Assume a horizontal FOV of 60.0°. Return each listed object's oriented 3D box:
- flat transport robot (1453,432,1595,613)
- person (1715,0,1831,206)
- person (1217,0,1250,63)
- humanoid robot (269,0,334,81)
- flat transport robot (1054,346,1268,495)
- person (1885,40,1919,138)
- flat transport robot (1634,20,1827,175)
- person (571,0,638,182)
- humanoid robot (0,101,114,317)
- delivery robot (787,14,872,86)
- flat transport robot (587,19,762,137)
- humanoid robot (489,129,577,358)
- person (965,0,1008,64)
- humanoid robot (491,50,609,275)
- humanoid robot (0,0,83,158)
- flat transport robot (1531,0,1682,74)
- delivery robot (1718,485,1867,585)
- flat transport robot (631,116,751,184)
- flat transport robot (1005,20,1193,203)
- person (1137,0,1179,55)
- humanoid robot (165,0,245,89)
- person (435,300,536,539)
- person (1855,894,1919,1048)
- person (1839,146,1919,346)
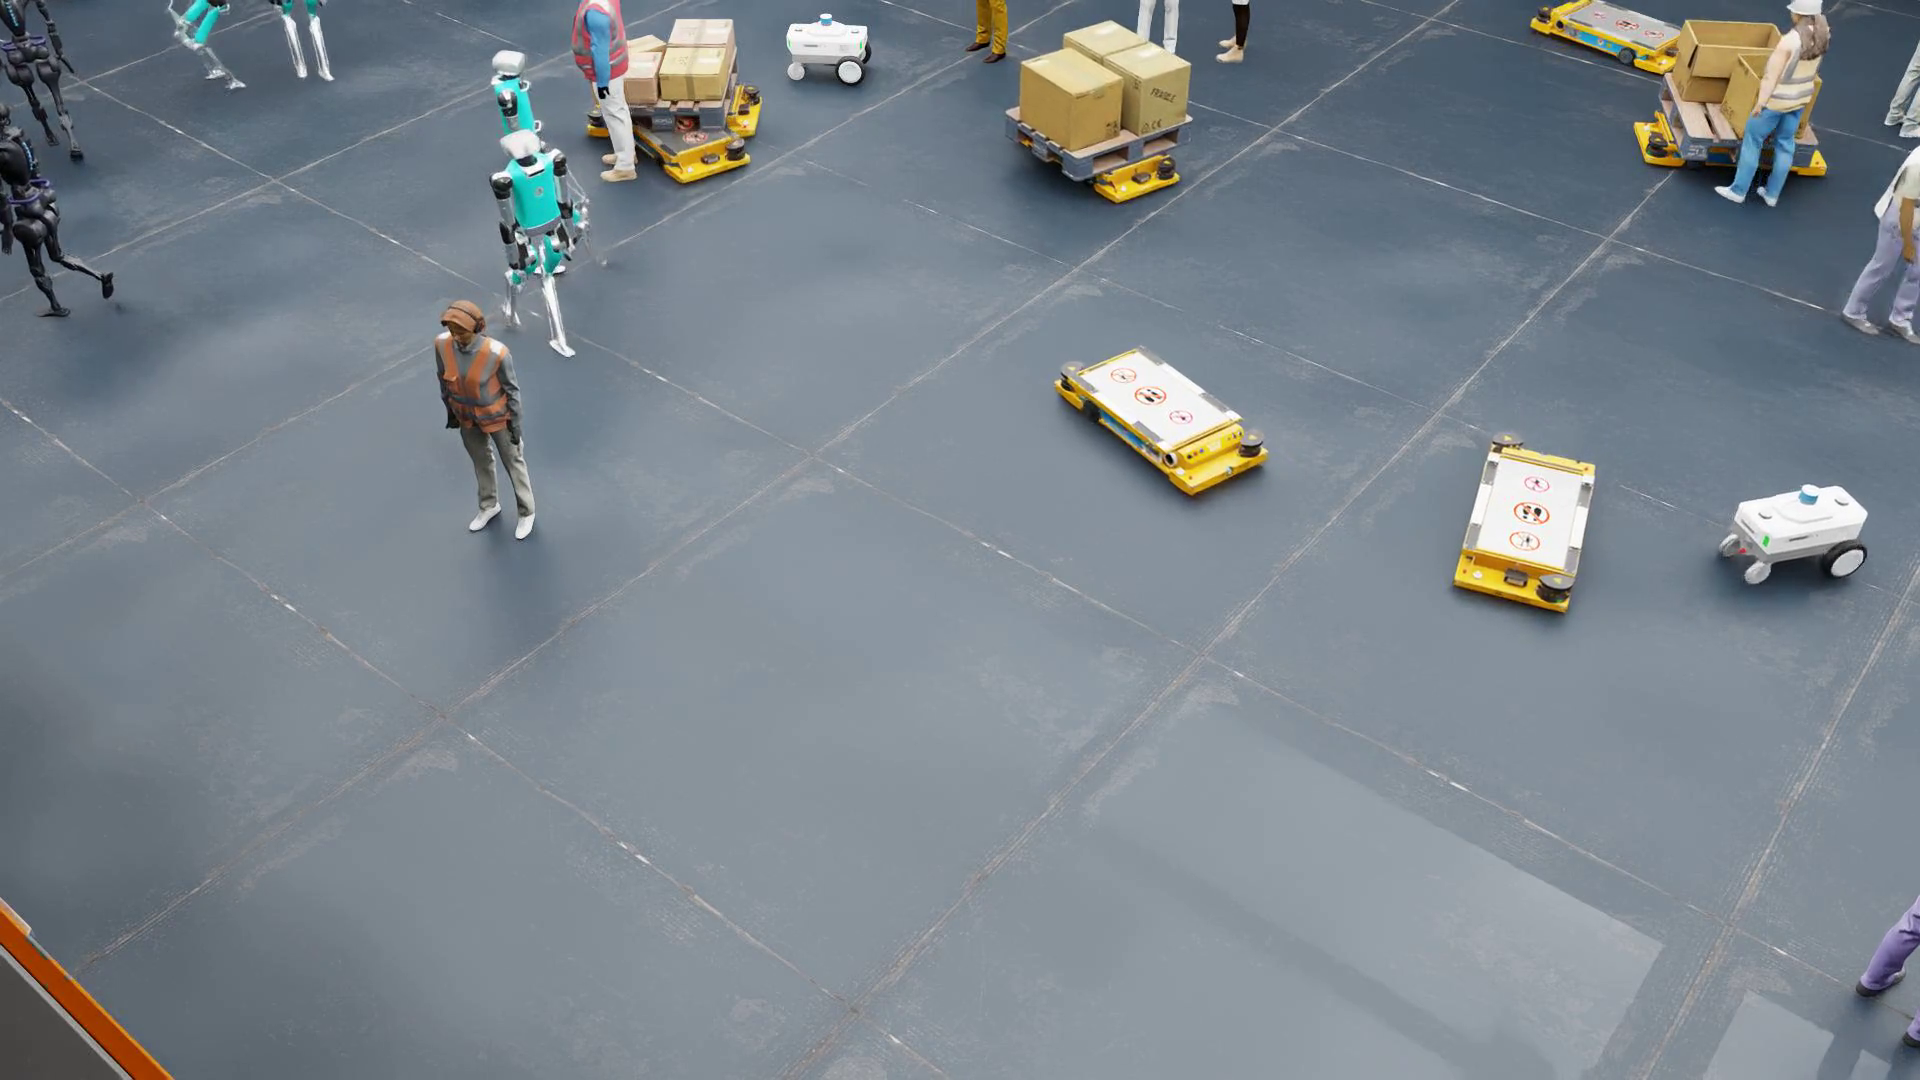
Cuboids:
[{"bbox_3d":[3.496,-0.132,10.233,0.659,0.231,1.431,15,43,17],"label":"flat transport robot"},{"bbox_3d":[6.421,-3.447,13.025,0.516,1.704,0.487,-15,43,-17],"label":"person"},{"bbox_3d":[2.552,-5.189,15.079,0.317,1.695,0.539,10,41,11],"label":"person"},{"bbox_3d":[-5.917,-4.909,14.716,0.541,1.754,0.826,-22,45,-24],"label":"humanoid robot"},{"bbox_3d":[1.319,-0.836,11.061,0.659,0.231,1.431,-24,46,-26],"label":"flat transport robot"},{"bbox_3d":[8.243,-4.203,13.894,0.319,1.728,0.486,-9,41,-11],"label":"person"},{"bbox_3d":[6.484,-3.350,14.019,1.431,0.231,0.659,6,41,6],"label":"flat transport robot"},{"bbox_3d":[-2.860,-3.772,13.313,0.431,1.836,0.625,-4,41,-5],"label":"person"},{"bbox_3d":[-6.500,-2.312,11.721,0.577,1.643,0.585,1,40,1],"label":"humanoid robot"},{"bbox_3d":[-1.183,-4.479,15.124,0.774,0.592,0.499,3,40,4],"label":"delivery robot"},{"bbox_3d":[-2.475,-3.737,14.474,1.431,0.231,0.659,0,40,0],"label":"flat transport robot"},{"bbox_3d":[-3.008,-2.073,11.421,0.561,1.814,0.927,-29,48,-30],"label":"humanoid robot"},{"bbox_3d":[0.255,-5.221,15.080,0.344,1.750,0.528,-23,46,-25],"label":"person"},{"bbox_3d":[-2.910,-2.668,12.160,0.752,1.886,0.537,-6,41,-7],"label":"humanoid robot"},{"bbox_3d":[-7.637,-3.931,13.650,0.588,1.638,0.749,-22,45,-24],"label":"humanoid robot"},{"bbox_3d":[6.201,-4.787,15.709,0.659,0.231,1.431,-29,48,-30],"label":"flat transport robot"},{"bbox_3d":[4.996,-0.074,9.931,0.769,0.577,0.499,-9,41,-11],"label":"delivery robot"},{"bbox_3d":[-2.428,-3.460,14.149,0.659,0.231,1.431,-25,46,-27],"label":"flat transport robot"},{"bbox_3d":[1.131,-3.259,13.911,0.659,0.231,1.431,-24,46,-26],"label":"flat transport robot"},{"bbox_3d":[1.833,-5.154,14.897,0.574,1.882,0.356,-1,40,-1],"label":"person"},{"bbox_3d":[-6.688,-4.775,14.555,0.722,1.784,0.539,-24,46,-25],"label":"humanoid robot"},{"bbox_3d":[-2.814,-0.719,9.864,0.514,1.640,0.309,11,42,13],"label":"person"},{"bbox_3d":[4.359,1.486,7.123,0.381,1.836,0.559,-14,42,-15],"label":"person"},{"bbox_3d":[6.564,-2.120,11.388,0.604,1.809,0.672,-21,45,-23],"label":"person"}]
